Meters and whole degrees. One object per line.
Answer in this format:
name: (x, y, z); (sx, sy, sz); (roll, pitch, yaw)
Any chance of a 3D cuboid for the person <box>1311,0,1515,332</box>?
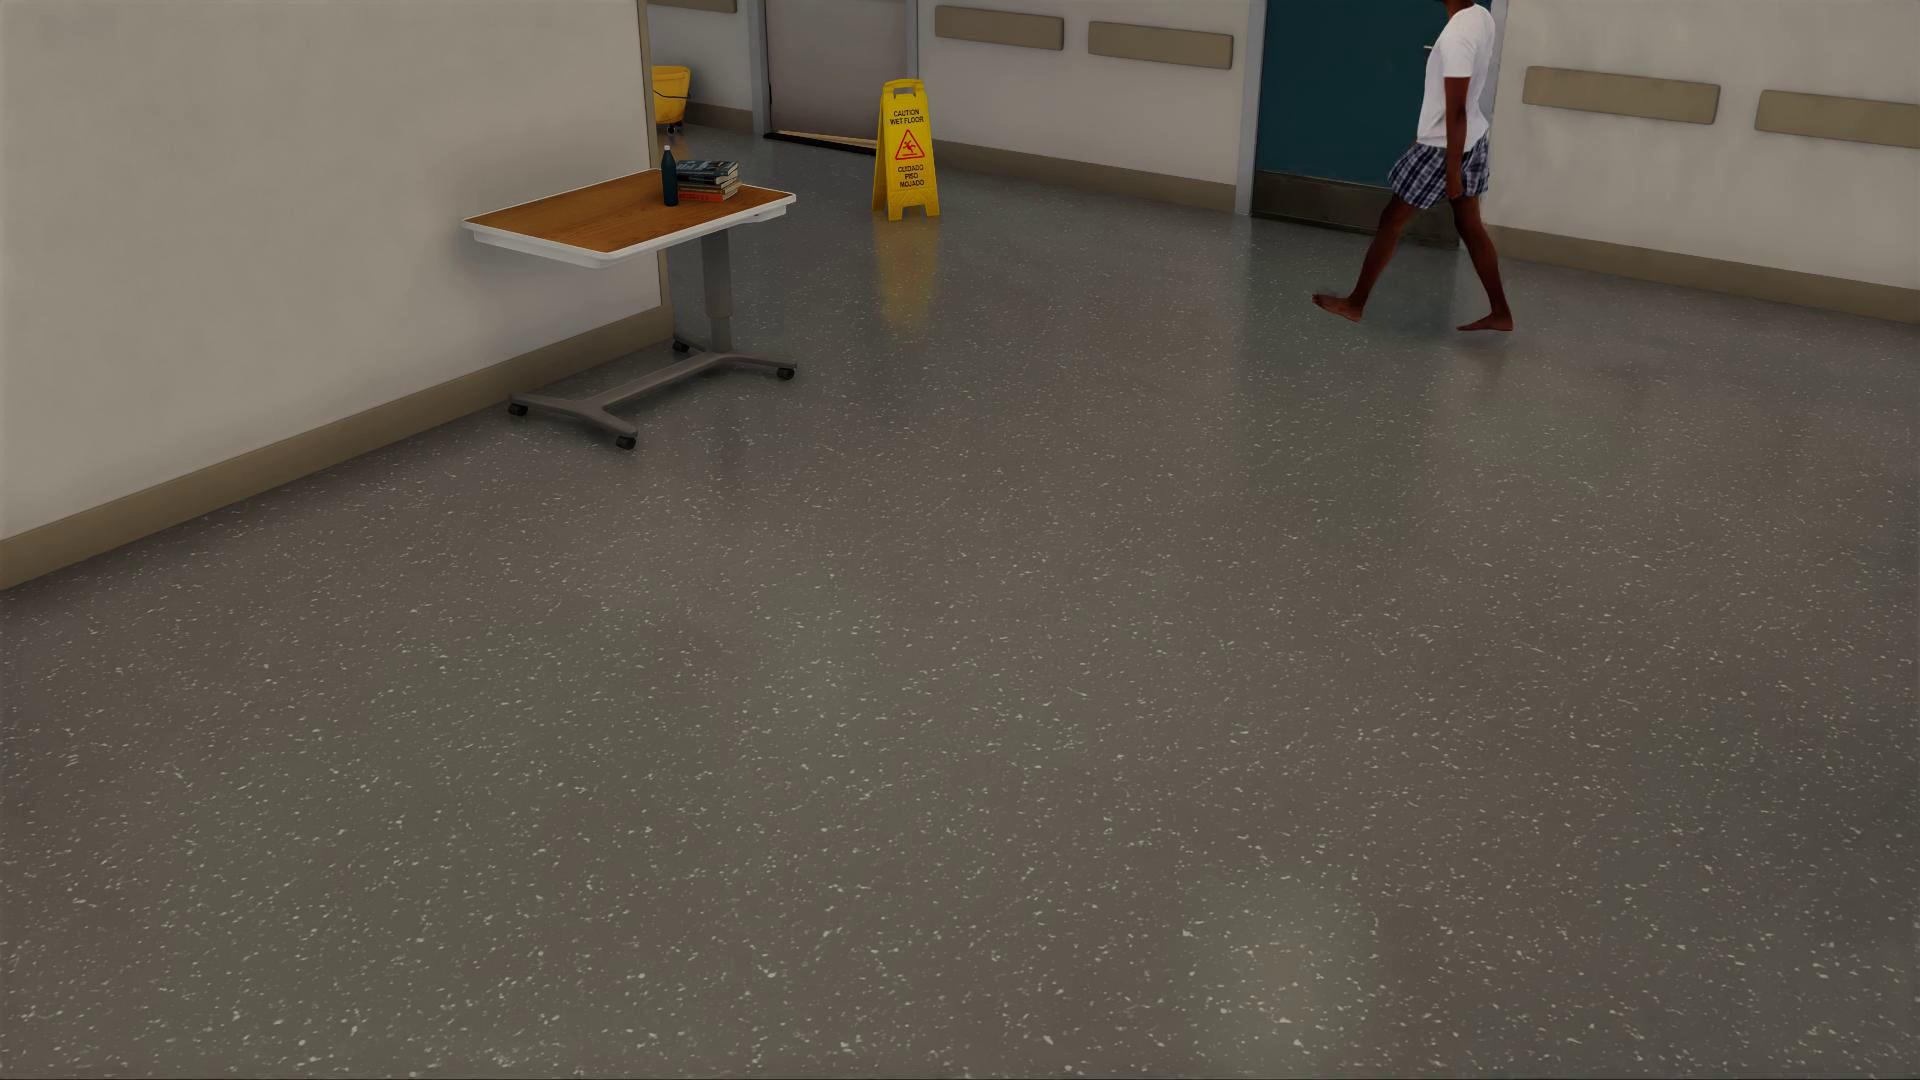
person: (2.221, -1.690, 7.286); (1.133, 1.684, 0.673); (15, 30, 28)
